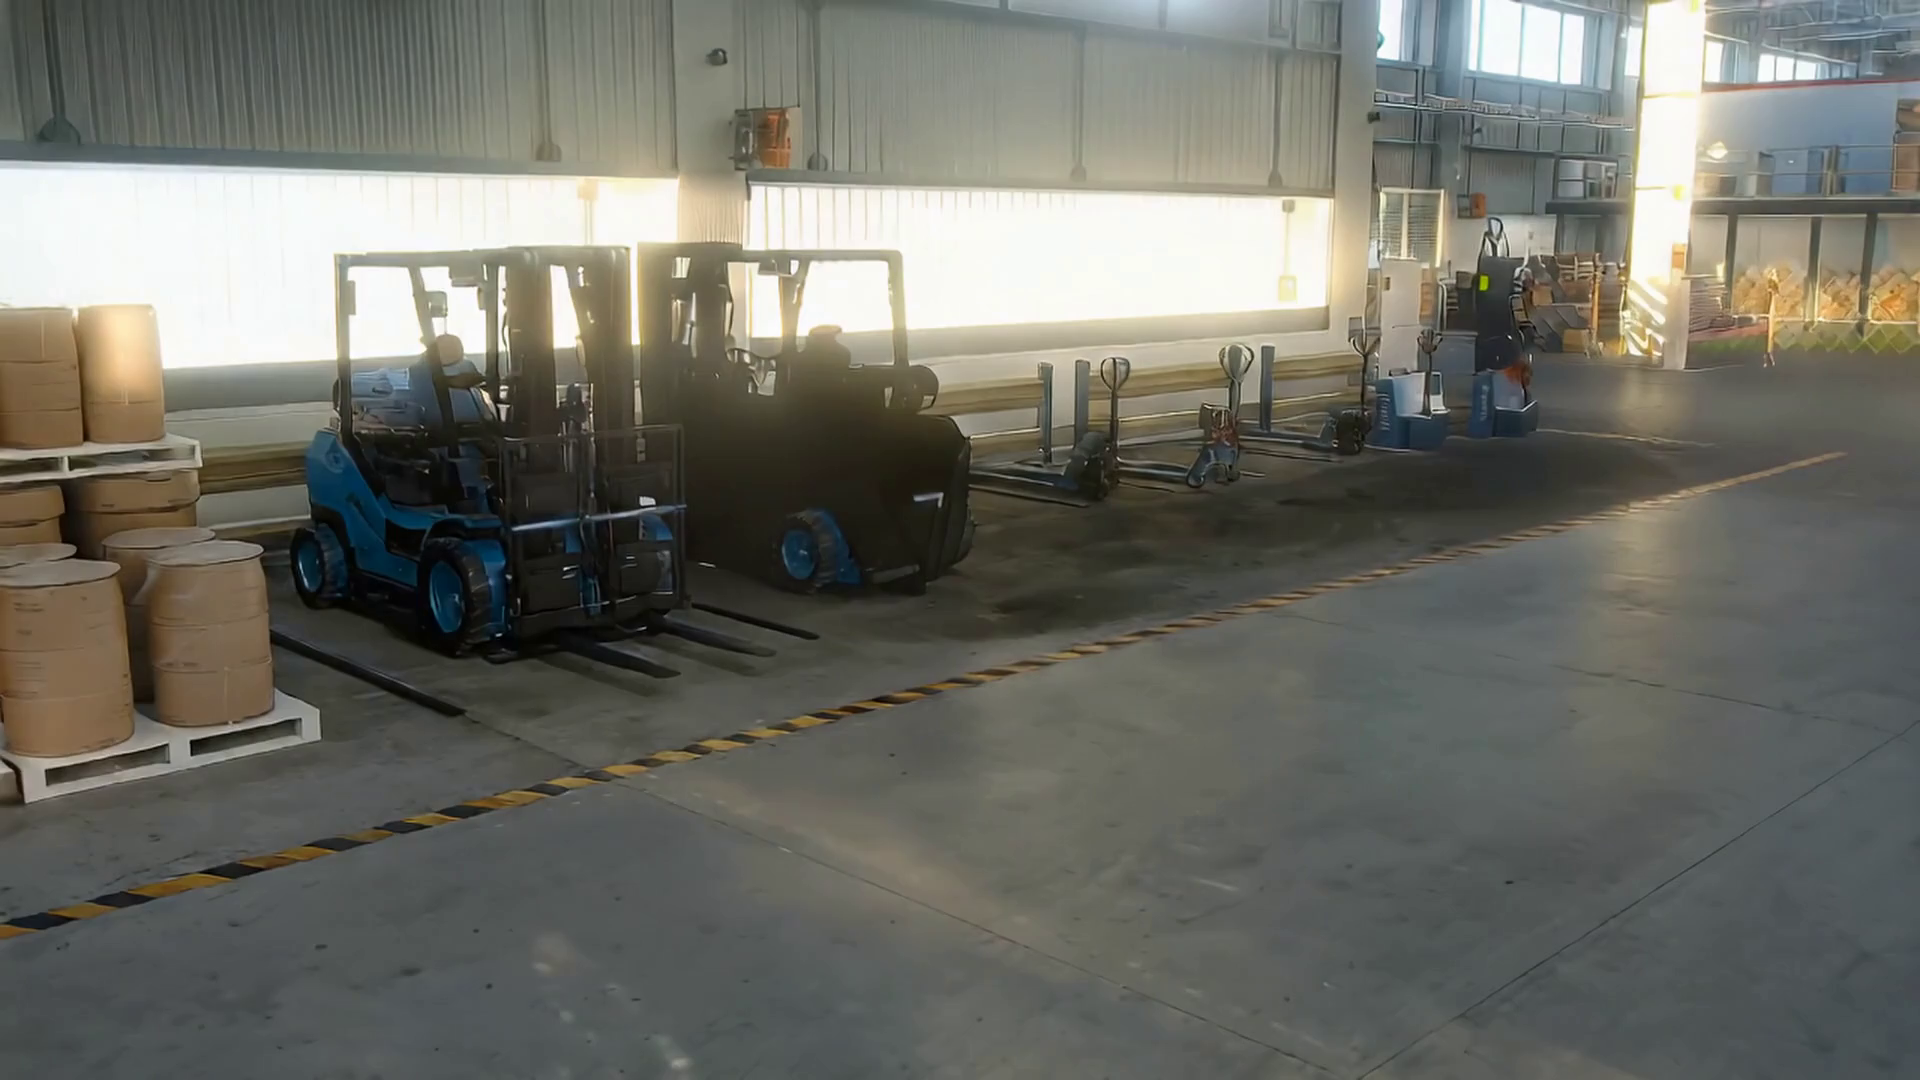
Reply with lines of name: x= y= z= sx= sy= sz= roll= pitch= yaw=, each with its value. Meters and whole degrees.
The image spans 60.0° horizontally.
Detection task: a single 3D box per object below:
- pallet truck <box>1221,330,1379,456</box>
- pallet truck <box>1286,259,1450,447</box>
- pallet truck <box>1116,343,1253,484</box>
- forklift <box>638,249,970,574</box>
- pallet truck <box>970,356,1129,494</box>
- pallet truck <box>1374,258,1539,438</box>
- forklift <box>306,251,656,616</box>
pallet truck: x=3.563 y=-1.581 z=17.381 sx=0.653 sy=1.274 sz=1.630 roll=-10 pitch=14 yaw=-44
pallet truck: x=4.493 y=-2.078 z=18.196 sx=0.823 sy=1.965 sz=1.885 roll=-9 pitch=14 yaw=-40
pallet truck: x=1.962 y=-1.215 z=15.415 sx=1.522 sy=1.261 sz=0.704 roll=10 pitch=14 yaw=43
forklift: x=-1.173 y=-0.958 z=11.239 sx=2.680 sy=1.987 sz=1.157 roll=10 pitch=14 yaw=43
pallet truck: x=0.784 y=-1.085 z=14.876 sx=0.680 sy=1.201 sz=1.601 roll=-10 pitch=14 yaw=-44
pallet truck: x=5.704 y=-2.208 z=18.901 sx=1.885 sy=1.965 sz=0.823 roll=10 pitch=14 yaw=43
forklift: x=-2.833 y=-0.669 z=9.694 sx=1.157 sy=1.987 sz=2.680 roll=-10 pitch=14 yaw=-44
